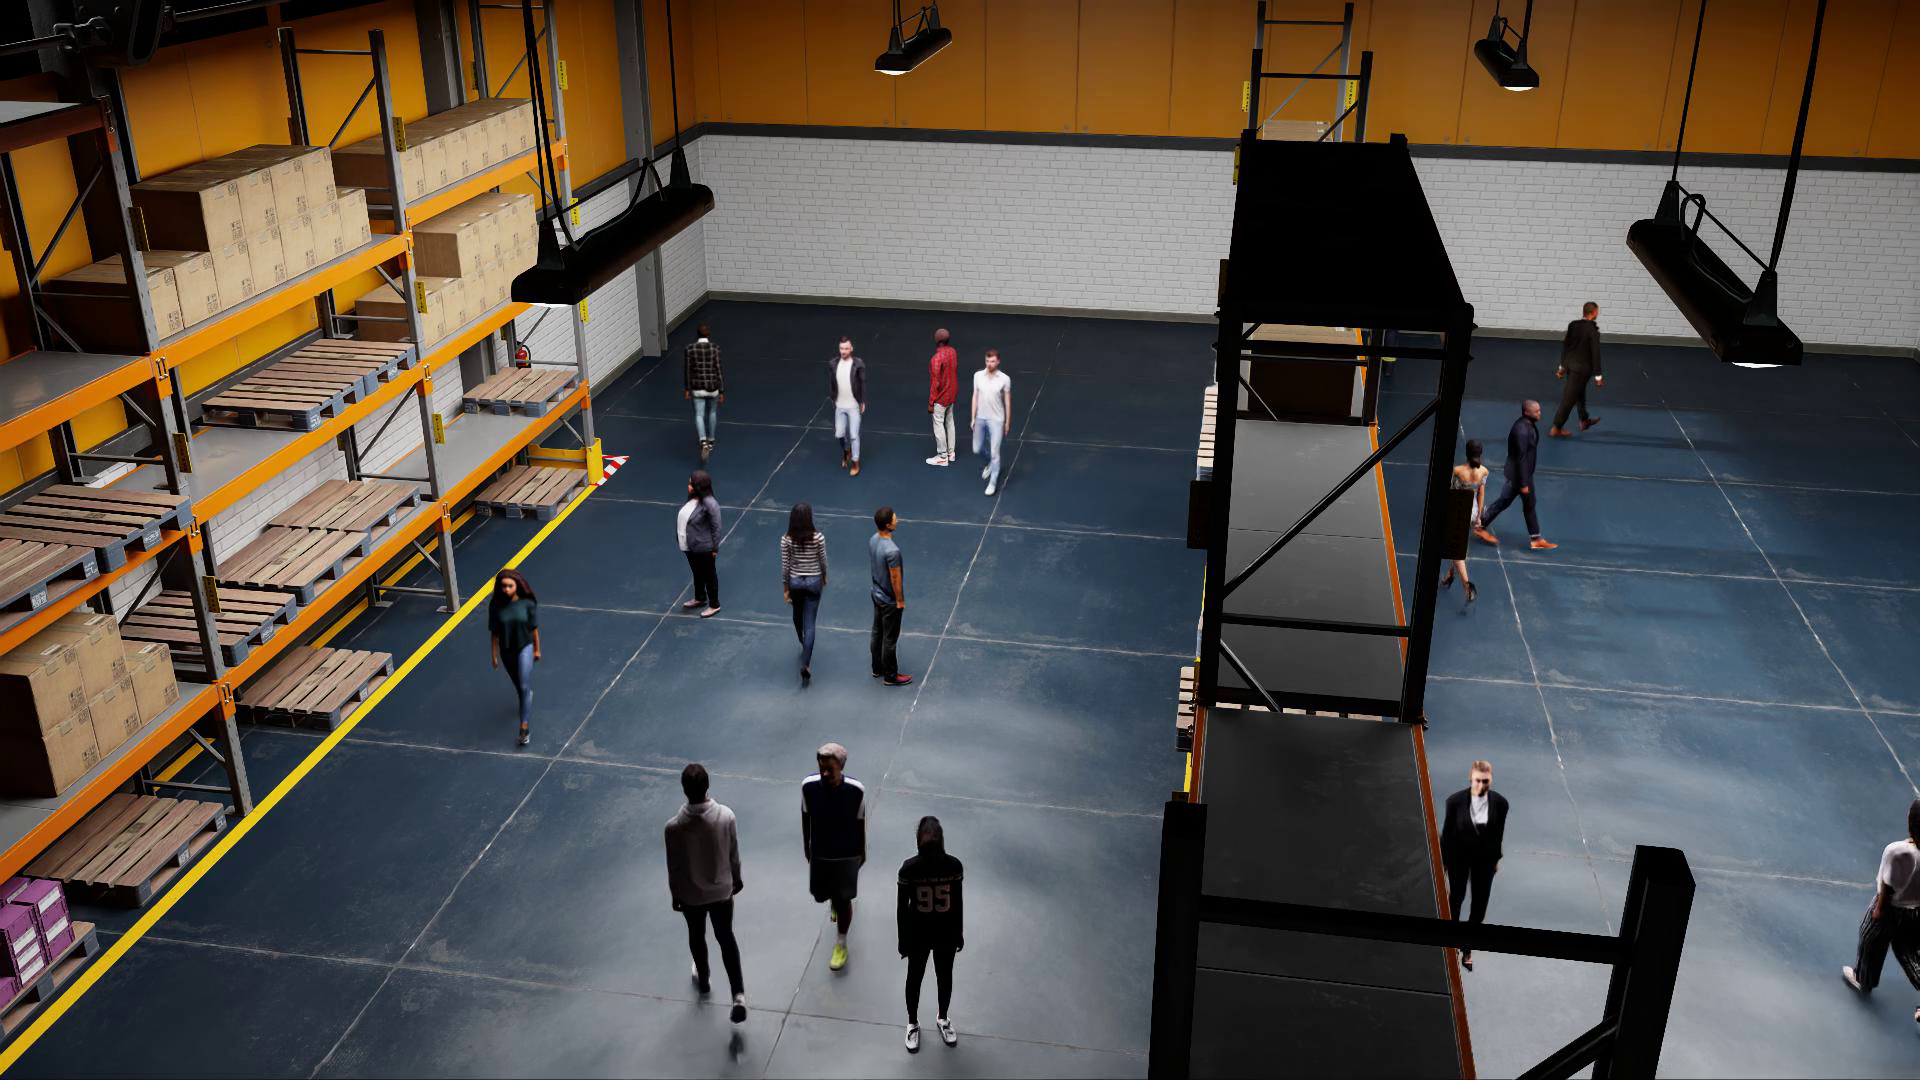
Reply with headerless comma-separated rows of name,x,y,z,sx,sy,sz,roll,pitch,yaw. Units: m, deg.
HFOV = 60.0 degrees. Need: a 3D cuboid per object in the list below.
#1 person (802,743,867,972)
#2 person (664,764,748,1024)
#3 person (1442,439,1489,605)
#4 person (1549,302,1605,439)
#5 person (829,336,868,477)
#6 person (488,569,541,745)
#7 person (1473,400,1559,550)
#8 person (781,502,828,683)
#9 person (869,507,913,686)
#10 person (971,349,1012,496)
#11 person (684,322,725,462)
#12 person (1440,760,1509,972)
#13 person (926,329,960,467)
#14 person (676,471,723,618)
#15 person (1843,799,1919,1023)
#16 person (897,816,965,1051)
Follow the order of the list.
person,-0.891,2.231,12.198,0.635,1.818,0.931,3,24,7
person,-1.733,2.471,11.537,1.067,1.908,1.254,-9,25,-20
person,5.375,-0.170,17.729,0.871,1.787,1.150,-5,24,-12
person,8.246,-2.258,22.403,1.131,1.869,1.195,-8,25,-17
person,-1.404,-1.752,21.304,0.648,1.822,0.644,4,24,9
person,-4.085,0.990,15.339,0.803,1.576,1.163,-3,24,-6
person,6.311,-0.740,19.050,1.102,1.774,1.243,15,28,31
person,-1.499,0.549,16.148,0.678,1.735,1.160,0,24,0
person,-0.717,0.528,16.103,0.794,1.810,0.701,-12,26,-25
person,0.403,-1.510,20.725,0.741,1.842,0.881,8,25,19
person,-3.348,-1.929,21.743,0.931,1.795,1.207,-4,24,-9
person,3.721,2.314,12.169,0.630,1.689,0.610,3,24,8
person,-0.211,-1.872,21.583,0.804,1.818,0.667,15,28,31
person,-2.727,0.023,17.524,0.848,1.597,0.798,-19,30,-37
person,6.628,2.587,11.584,0.906,1.657,1.100,-5,24,-12
person,-0.194,2.668,11.308,0.687,1.730,0.674,-5,24,-10
